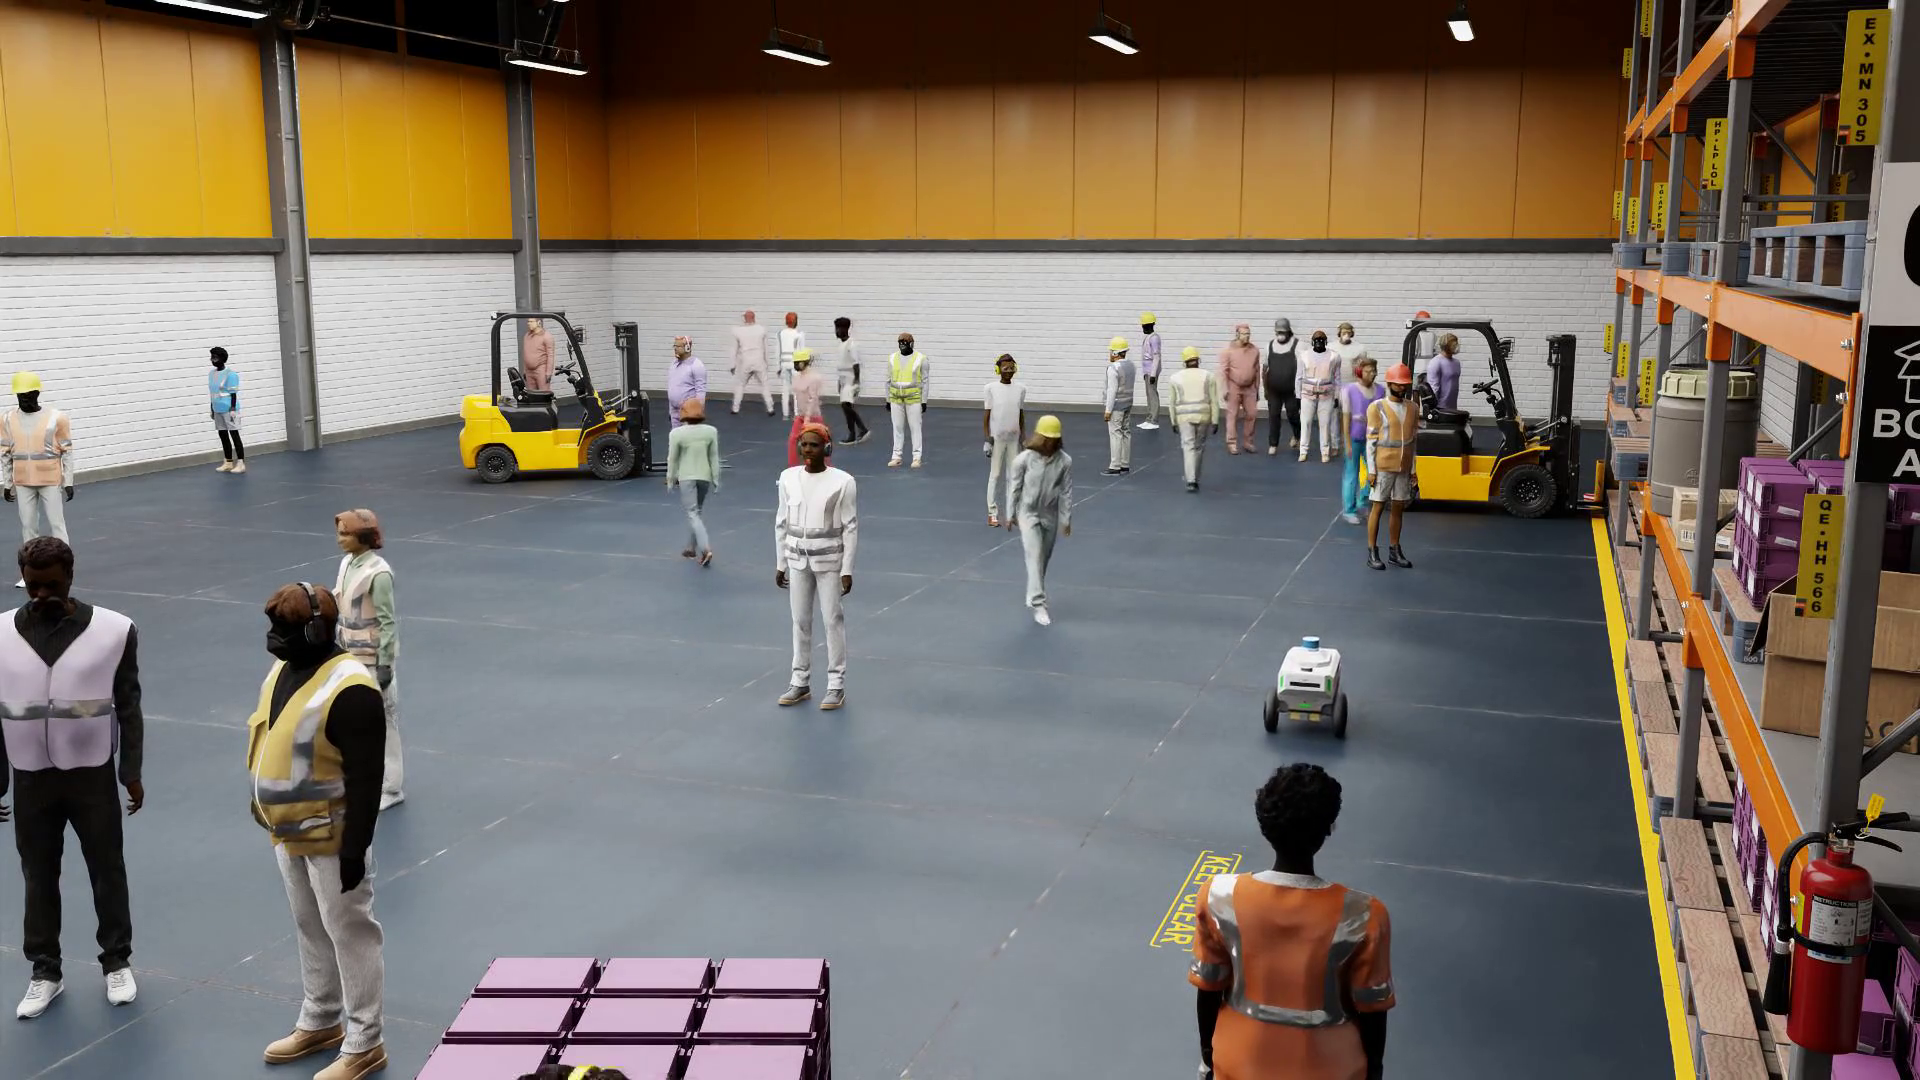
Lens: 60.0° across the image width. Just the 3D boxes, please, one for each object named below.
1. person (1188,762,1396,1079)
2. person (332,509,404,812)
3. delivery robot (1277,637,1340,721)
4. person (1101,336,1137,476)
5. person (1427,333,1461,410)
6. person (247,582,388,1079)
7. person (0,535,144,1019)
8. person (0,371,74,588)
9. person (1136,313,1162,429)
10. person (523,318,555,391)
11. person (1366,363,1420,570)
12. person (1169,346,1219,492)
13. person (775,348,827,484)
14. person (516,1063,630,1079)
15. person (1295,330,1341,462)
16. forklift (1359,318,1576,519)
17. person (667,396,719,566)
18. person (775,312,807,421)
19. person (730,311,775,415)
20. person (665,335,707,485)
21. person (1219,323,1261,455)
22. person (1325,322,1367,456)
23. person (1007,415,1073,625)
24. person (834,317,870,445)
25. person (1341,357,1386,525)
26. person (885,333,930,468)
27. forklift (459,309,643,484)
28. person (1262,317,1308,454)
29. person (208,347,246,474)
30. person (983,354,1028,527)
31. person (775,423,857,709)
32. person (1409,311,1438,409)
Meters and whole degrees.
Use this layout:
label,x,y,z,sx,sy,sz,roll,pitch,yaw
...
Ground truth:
label,x,y,z,sx,sy,sz,roll,pitch,yaw
person,0.871,1.417,4.408,0.536,1.696,0.318,3,11,19
person,-3.173,0.644,8.951,0.314,1.638,0.538,-9,14,-42
delivery robot,2.211,0.857,10.514,0.477,0.478,0.707,3,11,16
person,2.076,-1.759,21.903,0.404,1.837,0.590,7,12,34
person,6.065,-1.620,20.829,0.358,1.938,0.636,10,14,43
person,-2.328,1.057,6.025,0.619,1.845,0.430,9,13,41
person,-3.551,0.918,6.608,0.590,1.915,0.392,-4,11,-20
person,-8.178,-0.533,14.740,0.595,1.925,0.371,-1,10,-8
person,3.129,-2.781,27.416,0.383,1.922,0.587,-1,10,-4
person,-6.980,-2.776,27.428,0.638,1.909,0.406,6,12,32
person,4.063,-0.690,15.594,0.544,1.939,0.354,-4,11,-19
person,2.897,-1.498,20.608,0.597,1.789,0.870,0,10,-1
person,-2.000,-1.532,20.923,0.798,1.734,0.535,-8,13,-39
person,-0.514,1.665,2.561,0.439,1.857,0.553,1,10,7
person,5.001,-2.005,23.276,0.629,1.843,0.429,2,10,11
forklift,5.787,-1.437,19.079,2.313,2.155,1.214,3,11,19
person,-2.516,-0.564,15.832,0.507,1.605,0.795,-7,12,-34
person,-2.899,-2.989,28.704,0.584,1.878,0.337,4,11,22
person,-3.755,-3.149,29.725,0.814,1.855,0.554,-1,10,-4
person,-3.462,-1.614,20.884,0.638,1.910,0.407,9,14,42
person,4.077,-2.192,24.173,0.684,1.902,0.404,-3,10,-16
person,5.507,-2.165,23.927,0.650,1.934,0.451,3,10,15
person,0.632,-0.211,13.611,0.508,1.691,0.870,-3,10,-15
person,-1.685,-2.395,25.131,0.431,1.956,0.661,-5,11,-26
person,4.359,-1.067,18.034,0.568,1.832,0.448,-4,11,-19
person,-0.736,-1.905,22.709,0.633,1.843,0.429,3,11,18
forklift,-5.354,-1.902,21.697,2.313,2.155,1.214,-2,10,-13
person,4.735,-2.273,24.220,0.705,2.000,0.764,5,11,26
person,-9.787,-1.728,22.132,0.534,1.692,0.320,6,12,30
person,0.496,-1.079,17.979,0.514,1.872,0.328,-5,11,-24
person,-0.952,0.169,10.911,0.574,1.885,0.355,4,11,20
person,7.642,-2.826,27.617,0.552,1.938,0.356,-4,11,-23
